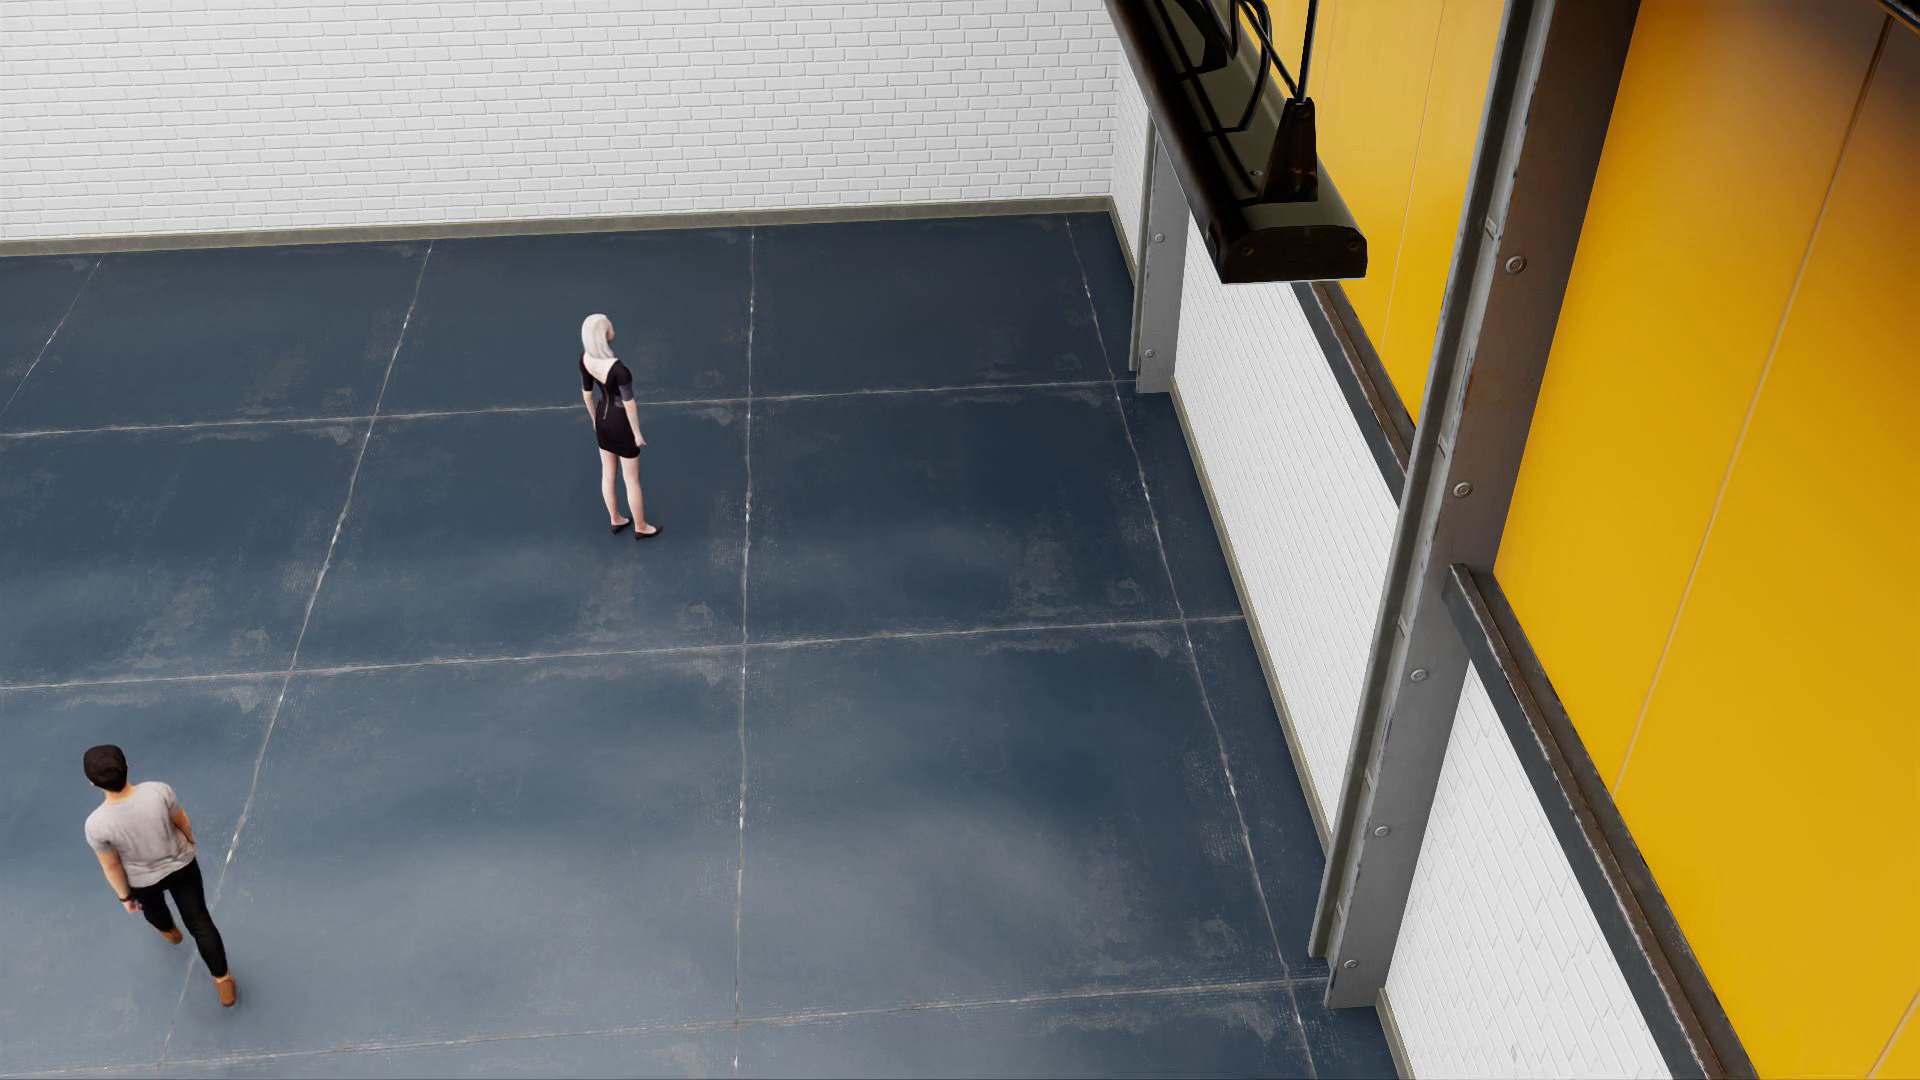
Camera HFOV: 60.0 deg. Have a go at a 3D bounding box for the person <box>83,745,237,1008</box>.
[{"bbox_3d":[-4.101,1.748,8.580,0.982,1.680,1.205,-24,44,-27],"label":"person"}]

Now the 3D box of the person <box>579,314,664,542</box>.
[{"bbox_3d":[-2.409,-0.777,11.622,0.643,1.829,0.671,20,43,24],"label":"person"}]
